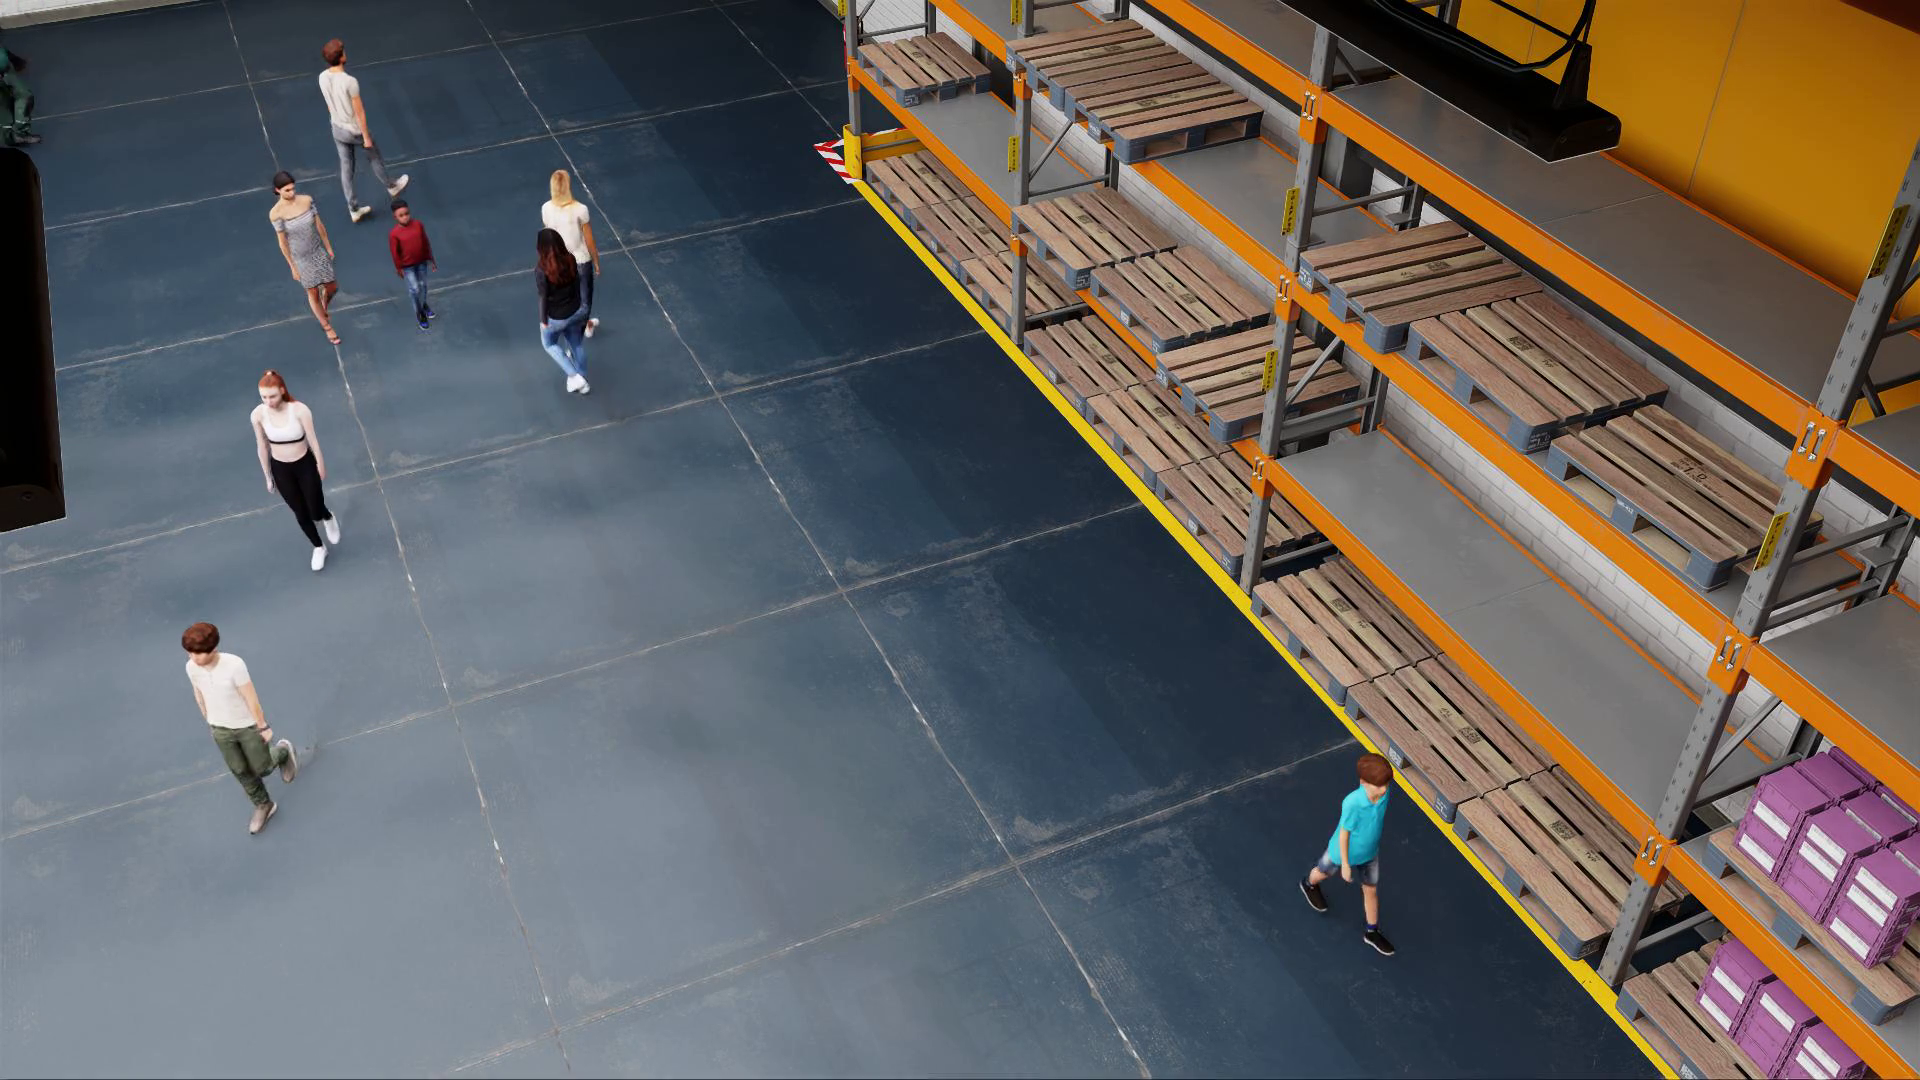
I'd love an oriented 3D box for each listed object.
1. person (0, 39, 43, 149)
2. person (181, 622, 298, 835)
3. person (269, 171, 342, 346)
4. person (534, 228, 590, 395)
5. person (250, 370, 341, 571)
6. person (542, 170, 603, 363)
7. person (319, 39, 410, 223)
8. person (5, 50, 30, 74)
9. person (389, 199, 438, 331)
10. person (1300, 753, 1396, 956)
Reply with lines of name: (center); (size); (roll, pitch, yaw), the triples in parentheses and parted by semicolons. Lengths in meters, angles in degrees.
person: (-10.749, -5.174, 18.379); (0.741, 1.823, 0.857); (31, 48, 33)
person: (-4.586, 1.126, 10.634); (0.792, 1.643, 0.925); (2, 39, 3)
person: (-5.994, -2.586, 15.156); (0.853, 1.801, 0.783); (27, 46, 30)
person: (-3.413, -1.947, 14.494); (0.775, 1.627, 0.759); (26, 45, 29)
person: (-5.052, -0.576, 12.693); (0.705, 1.733, 0.790); (-4, 39, -5)
person: (-3.498, -2.423, 14.974); (1.048, 1.774, 1.212); (7, 39, 8)
person: (-6.310, -4.157, 17.071); (1.119, 1.865, 1.184); (12, 40, 15)
person: (-11.768, -6.201, 19.696); (1.027, 1.783, 1.212); (-30, 47, -32)
person: (-5.188, -2.654, 15.687); (0.687, 1.244, 0.604); (31, 48, 33)
person: (2.318, 1.790, 9.987); (0.514, 1.413, 0.944); (-16, 41, -19)
